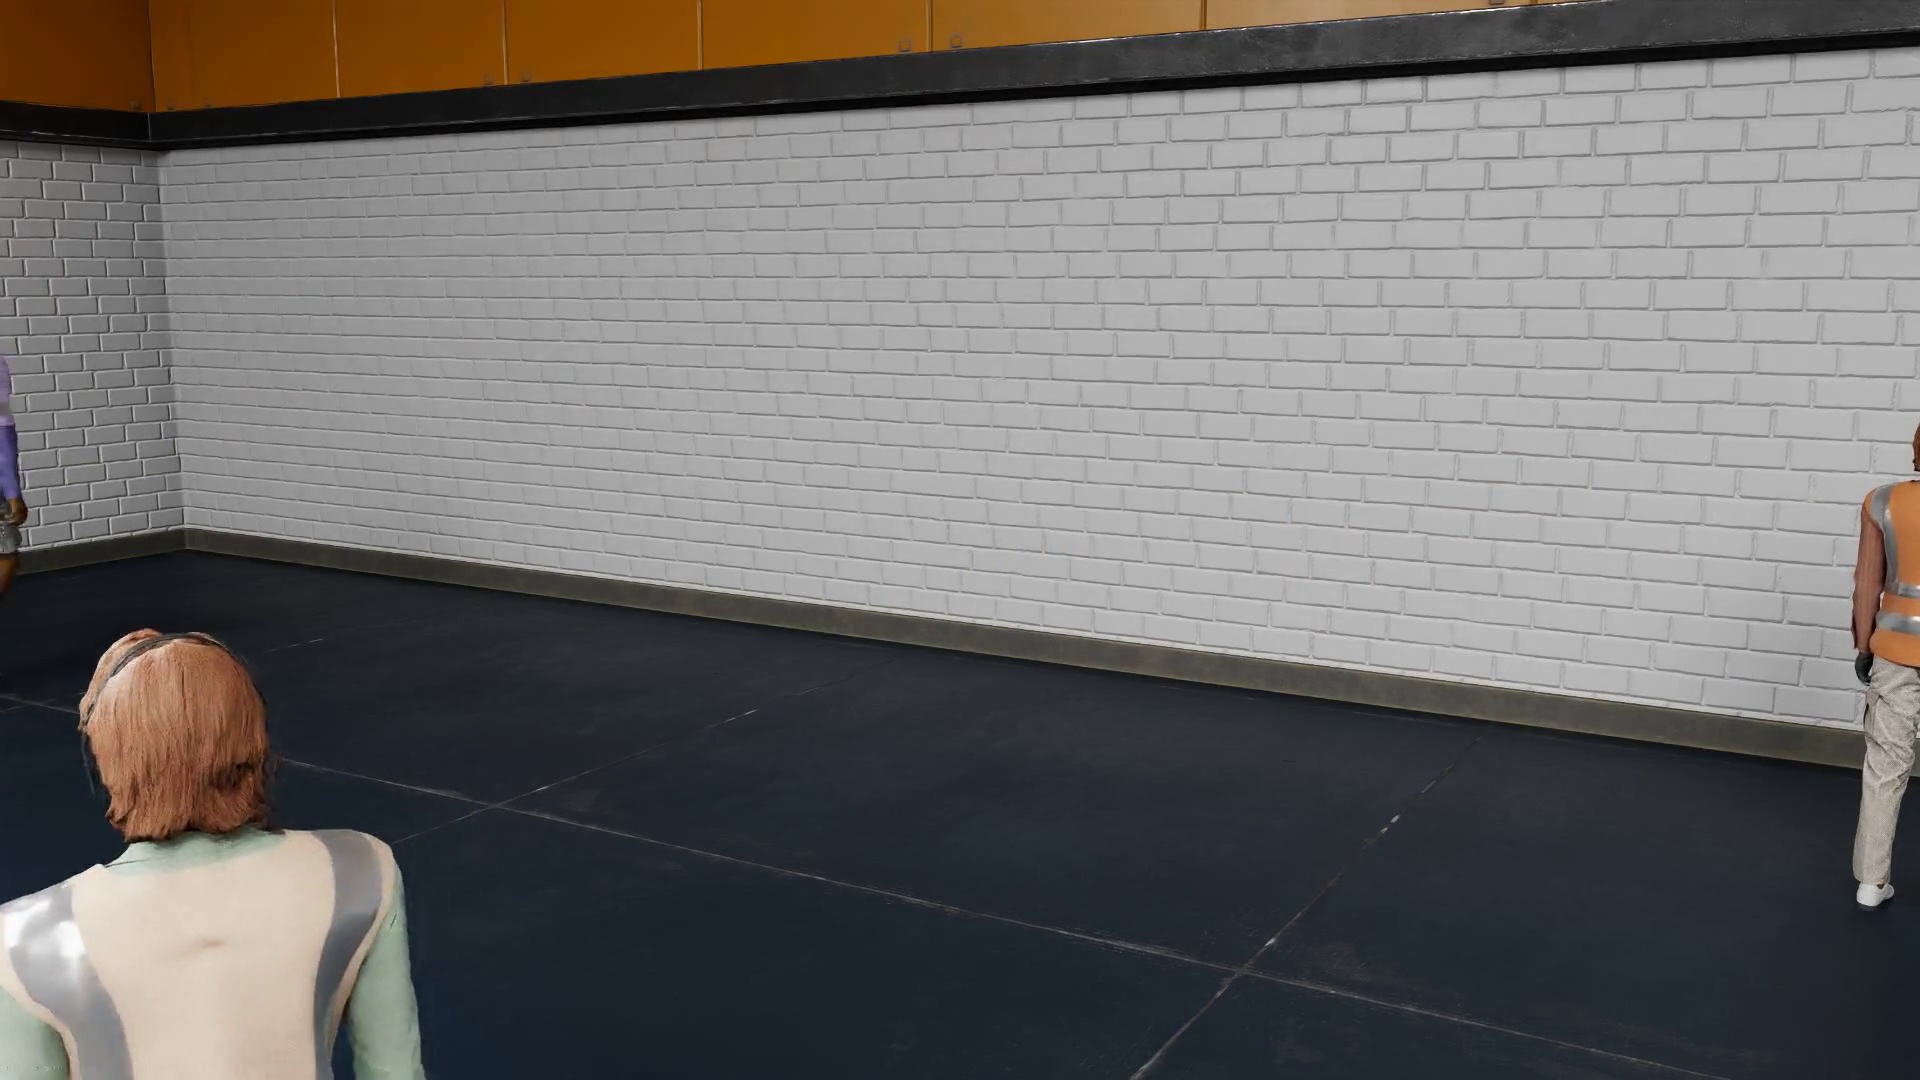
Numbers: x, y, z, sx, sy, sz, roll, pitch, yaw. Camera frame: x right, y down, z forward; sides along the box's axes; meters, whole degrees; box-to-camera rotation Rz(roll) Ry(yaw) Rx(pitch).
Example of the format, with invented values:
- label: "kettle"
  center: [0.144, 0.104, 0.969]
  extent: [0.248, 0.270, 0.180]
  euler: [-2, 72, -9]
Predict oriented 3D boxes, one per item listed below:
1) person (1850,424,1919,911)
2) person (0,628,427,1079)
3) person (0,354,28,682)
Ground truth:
- label: "person"
  center: [3.026, 0.385, 5.160]
  extent: [0.310, 1.642, 0.514]
  euler: [-7, 11, -37]
- label: "person"
  center: [-0.840, 0.915, 1.968]
  extent: [0.526, 1.612, 0.769]
  euler: [-7, 12, -38]
- label: "person"
  center: [-4.815, -0.262, 7.993]
  extent: [0.640, 2.030, 0.437]
  euler: [-1, 9, -4]
